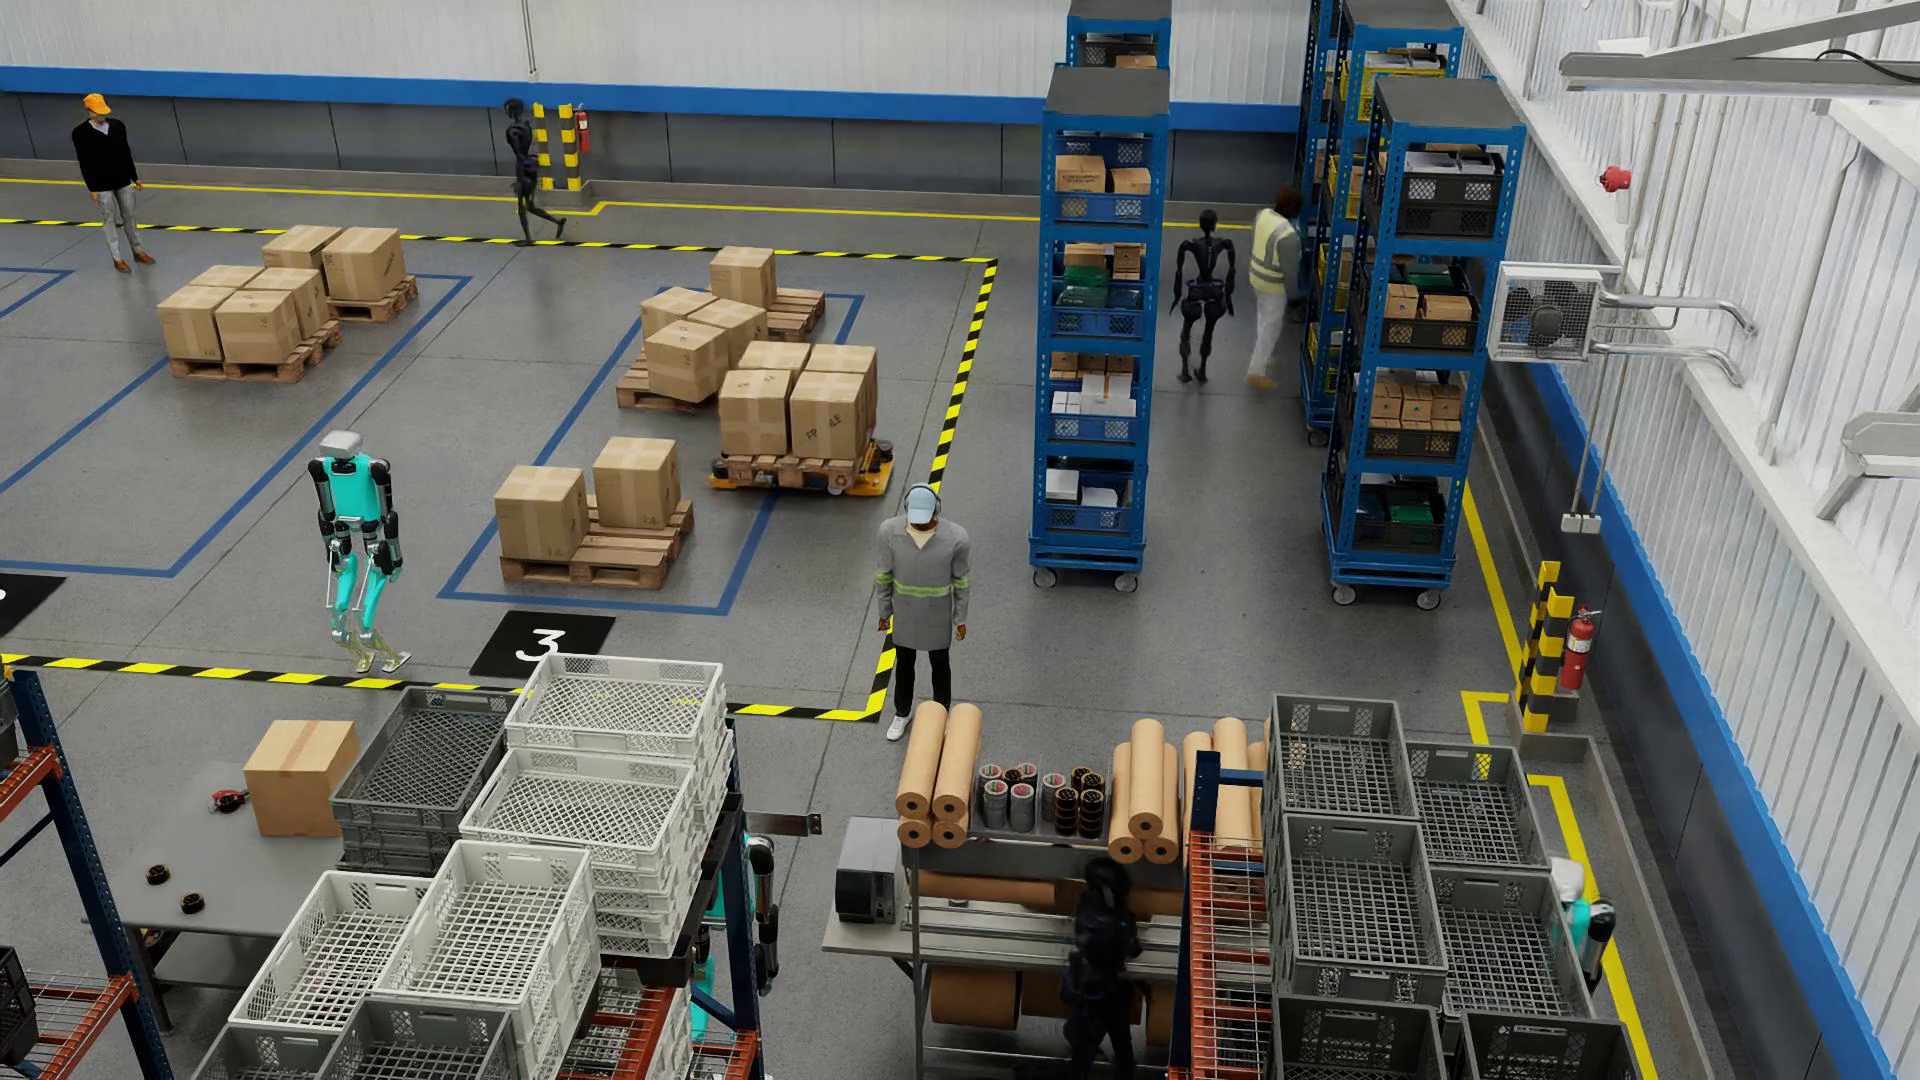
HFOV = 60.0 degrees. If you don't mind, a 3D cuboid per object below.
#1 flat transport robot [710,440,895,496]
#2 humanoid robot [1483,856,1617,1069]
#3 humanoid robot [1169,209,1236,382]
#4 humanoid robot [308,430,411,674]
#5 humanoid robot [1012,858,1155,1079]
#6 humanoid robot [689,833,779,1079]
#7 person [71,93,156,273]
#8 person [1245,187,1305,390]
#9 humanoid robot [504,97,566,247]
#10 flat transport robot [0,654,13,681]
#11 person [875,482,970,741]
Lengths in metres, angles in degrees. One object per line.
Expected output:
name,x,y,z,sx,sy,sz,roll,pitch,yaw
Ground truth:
flat transport robot,-1.292,-0.636,13.737,1.431,0.197,0.652,3,30,6
humanoid robot,2.635,2.028,7.794,0.543,1.770,1.049,5,31,9
humanoid robot,2.203,-2.202,15.048,0.588,1.647,0.333,-3,30,-5
humanoid robot,-3.954,0.168,10.792,0.533,1.677,0.735,3,30,6
humanoid robot,0.609,2.096,7.700,0.685,1.637,0.589,19,35,29
humanoid robot,-1.123,2.030,7.598,0.533,1.673,0.735,3,30,6
person,-8.943,-3.778,17.564,0.381,1.879,0.585,19,35,29
person,2.833,-2.305,15.088,0.480,1.818,0.738,-6,31,-10
humanoid robot,-4.686,-4.006,18.172,0.561,1.640,0.603,-2,30,-4
flat transport robot,-7.142,0.969,11.010,1.431,0.231,0.659,3,30,6
person,-0.236,0.455,10.321,0.587,1.850,0.393,4,30,7
